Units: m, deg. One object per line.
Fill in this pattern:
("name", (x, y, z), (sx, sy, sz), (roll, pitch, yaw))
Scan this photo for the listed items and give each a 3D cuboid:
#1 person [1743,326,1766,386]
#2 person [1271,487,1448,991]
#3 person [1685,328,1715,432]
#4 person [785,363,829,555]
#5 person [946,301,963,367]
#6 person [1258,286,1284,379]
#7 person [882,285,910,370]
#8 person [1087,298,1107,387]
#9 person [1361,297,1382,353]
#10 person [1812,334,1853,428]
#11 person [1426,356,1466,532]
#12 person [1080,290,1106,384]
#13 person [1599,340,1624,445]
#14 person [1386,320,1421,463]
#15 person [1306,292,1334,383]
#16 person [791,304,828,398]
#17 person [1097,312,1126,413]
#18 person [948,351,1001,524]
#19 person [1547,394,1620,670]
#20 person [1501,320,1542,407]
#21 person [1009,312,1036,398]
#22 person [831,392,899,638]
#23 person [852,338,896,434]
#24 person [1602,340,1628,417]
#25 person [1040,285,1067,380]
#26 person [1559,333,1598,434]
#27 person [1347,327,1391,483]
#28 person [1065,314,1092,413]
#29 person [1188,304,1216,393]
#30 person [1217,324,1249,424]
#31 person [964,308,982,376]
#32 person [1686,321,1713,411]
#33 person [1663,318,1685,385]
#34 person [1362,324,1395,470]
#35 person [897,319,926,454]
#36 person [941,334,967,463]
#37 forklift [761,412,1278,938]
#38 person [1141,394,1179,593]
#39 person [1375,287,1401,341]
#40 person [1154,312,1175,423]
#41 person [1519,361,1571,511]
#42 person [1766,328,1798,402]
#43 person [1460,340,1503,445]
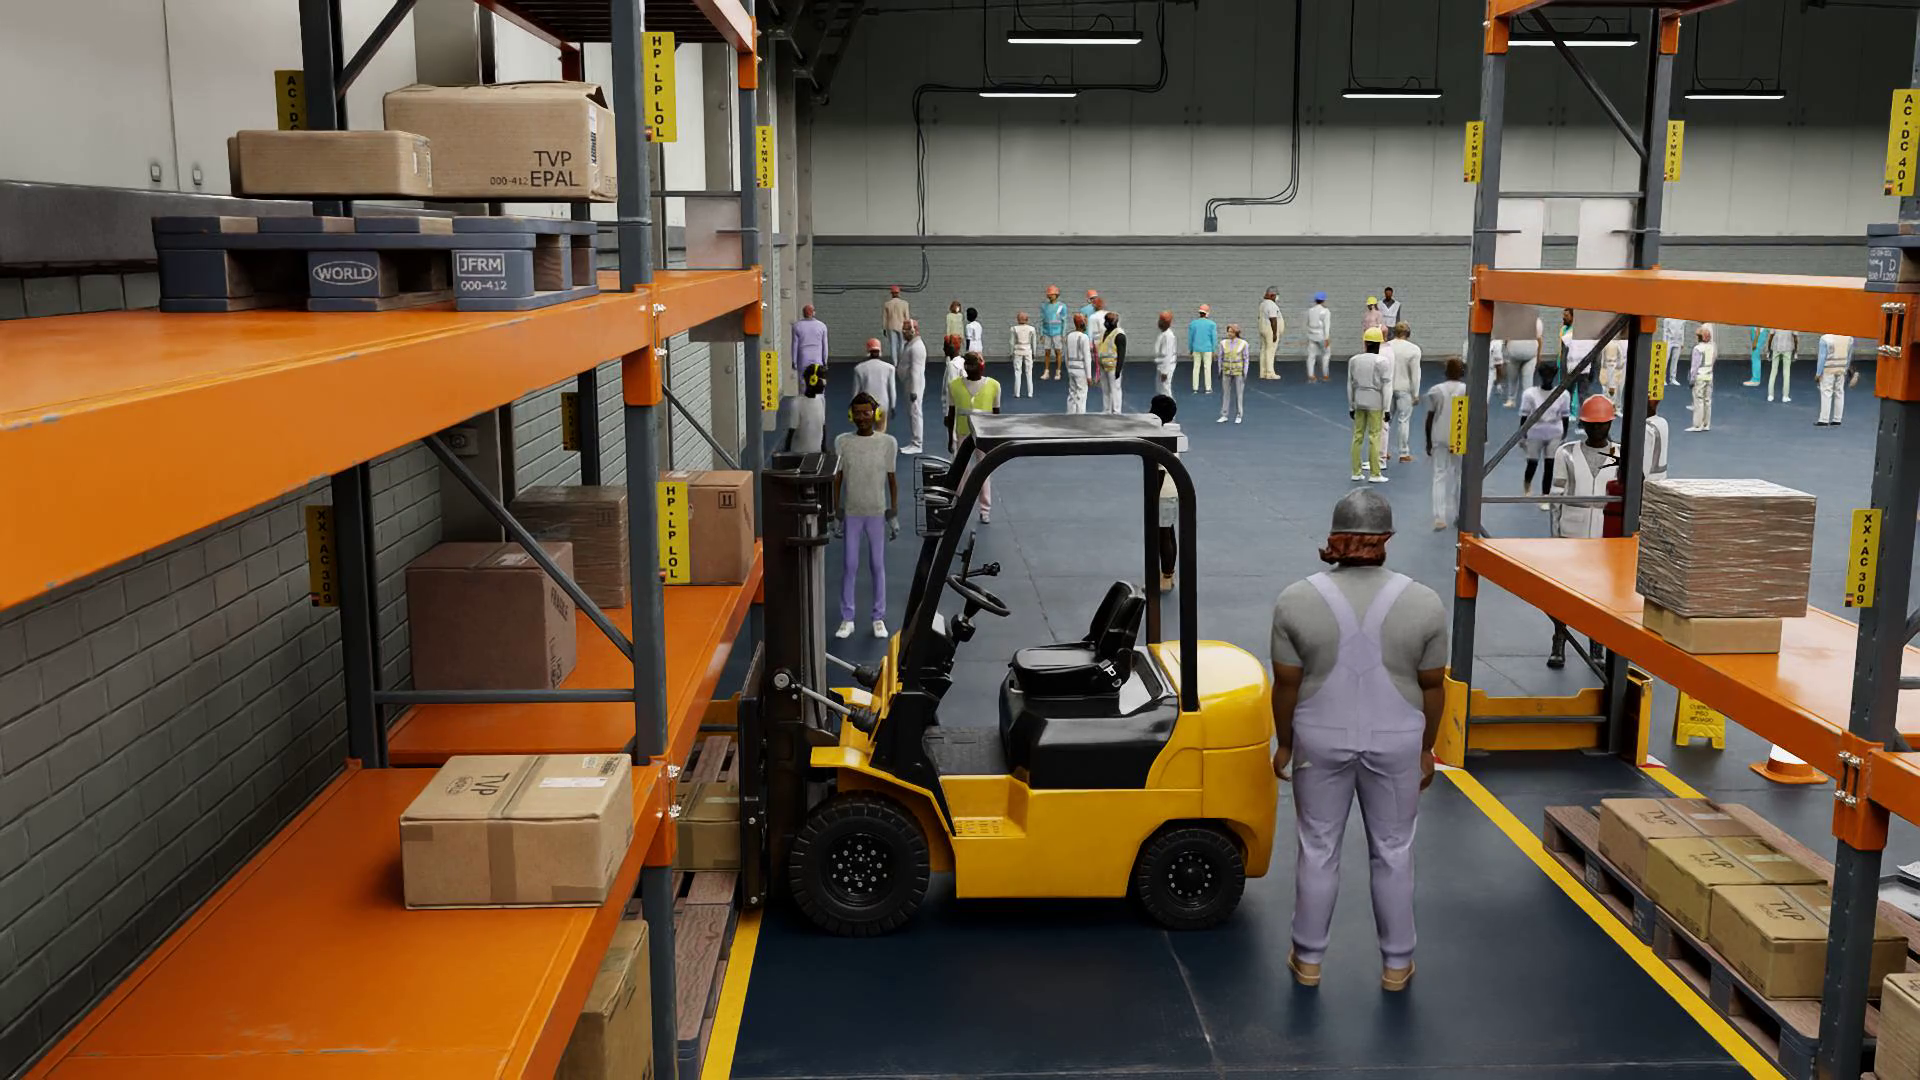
("person", (16.576, -4.122, 34.609), (0.355, 1.834, 0.524), (5, 12, 28))
("person", (1.584, 0.786, 6.683), (0.673, 2.000, 0.536), (2, 10, 12))
("person", (11.677, -2.516, 26.195), (0.520, 1.639, 0.312), (-7, 12, -33))
("person", (-1.445, -0.743, 15.740), (0.377, 1.850, 0.604), (6, 12, 32))
("person", (-0.133, -4.676, 38.258), (0.502, 1.627, 0.288), (-10, 14, -43))
("person", (6.827, -4.549, 36.399), (0.537, 2.000, 0.689), (-2, 10, -13))
("person", (-1.491, -4.970, 38.957), (0.652, 1.957, 0.942), (0, 10, 0))
("person", (2.818, -3.994, 33.875), (0.632, 1.834, 0.954), (-7, 12, -33))
("person", (9.221, -4.571, 37.313), (0.334, 1.760, 0.523), (-7, 12, -34))
("person", (14.032, -2.718, 26.777), (0.591, 1.834, 0.404), (-2, 10, -12))
("person", (5.160, -1.024, 17.429), (0.543, 1.797, 0.954), (4, 11, 23))
("person", (2.784, -4.273, 35.041), (0.608, 1.987, 0.410), (-4, 11, -20))
("person", (9.526, -2.304, 24.225), (0.392, 1.927, 0.546), (5, 11, 25))
("person", (5.947, -2.012, 22.594), (0.628, 1.930, 0.368), (9, 14, 41))
("person", (7.694, -4.309, 35.391), (0.803, 1.916, 0.640), (-9, 14, -41))
("person", (-2.621, -3.135, 28.902), (0.652, 1.906, 0.402), (-3, 11, -16))
("person", (2.465, -2.814, 27.306), (0.429, 1.842, 0.644), (-5, 11, -26))
("person", (0.154, -1.090, 17.687), (0.565, 1.841, 0.387), (1, 10, 7))
("person", (4.401, -0.051, 11.626), (0.543, 1.939, 0.361), (3, 11, 17))
("person", (10.035, -3.362, 29.788), (0.699, 2.000, 0.866), (3, 11, 18))
("person", (1.204, -3.550, 31.961), (0.522, 1.636, 0.309), (-1, 10, -7))
("person", (-0.720, -0.184, 12.556), (0.518, 1.874, 0.329), (0, 10, 1))
("person", (-1.129, -1.804, 21.963), (0.582, 1.732, 0.704), (-1, 10, -4))
("person", (11.214, -2.916, 28.428), (0.521, 1.636, 0.311), (-1, 10, -5))
("person", (2.003, -4.476, 35.983), (0.605, 2.045, 0.382), (5, 11, 25))
("person", (9.686, -2.618, 26.124), (0.609, 1.865, 1.026), (0, 10, 2))
("person", (5.100, -1.676, 20.710), (0.584, 1.929, 0.371), (10, 14, 44))
("person", (1.846, -2.552, 25.717), (0.355, 1.883, 0.573), (-6, 12, -31))
("person", (4.808, -3.786, 32.949), (0.563, 1.752, 0.341), (4, 11, 23))
("person", (4.510, -2.739, 27.447), (0.514, 1.636, 0.315), (6, 12, 29))
("person", (0.260, -3.748, 32.923), (0.320, 1.692, 0.536), (5, 12, 28))
("person", (13.088, -3.195, 29.428), (0.400, 1.835, 0.537), (6, 12, 29))
("person", (14.907, -4.096, 34.735), (0.485, 1.734, 0.322), (-2, 10, -11))
("person", (5.487, -1.875, 21.875), (0.402, 1.911, 0.638), (3, 11, 18))
("person", (-0.686, -2.164, 23.527), (0.401, 1.901, 0.647), (-1, 10, -6))
("person", (-0.068, -1.568, 20.264), (0.358, 1.880, 0.566), (3, 10, 14))
("forklift", (0.291, 0.548, 7.580), (2.313, 2.155, 1.214), (0, 10, -2))
("person", (1.727, -0.395, 14.215), (0.319, 1.697, 0.533), (3, 11, 17))
("person", (10.108, -5.017, 39.349), (0.590, 1.920, 0.398), (2, 10, 11))
("person", (3.322, -2.771, 27.044), (0.347, 1.850, 0.664), (-1, 10, -5))
("person", (6.520, -1.170, 18.587), (0.539, 1.680, 0.450), (2, 10, 12))
("person", (15.439, -3.524, 31.223), (0.522, 1.856, 0.319), (7, 12, 33))
("person", (7.485, -2.296, 24.179), (0.941, 1.915, 0.635), (-8, 13, -38))
